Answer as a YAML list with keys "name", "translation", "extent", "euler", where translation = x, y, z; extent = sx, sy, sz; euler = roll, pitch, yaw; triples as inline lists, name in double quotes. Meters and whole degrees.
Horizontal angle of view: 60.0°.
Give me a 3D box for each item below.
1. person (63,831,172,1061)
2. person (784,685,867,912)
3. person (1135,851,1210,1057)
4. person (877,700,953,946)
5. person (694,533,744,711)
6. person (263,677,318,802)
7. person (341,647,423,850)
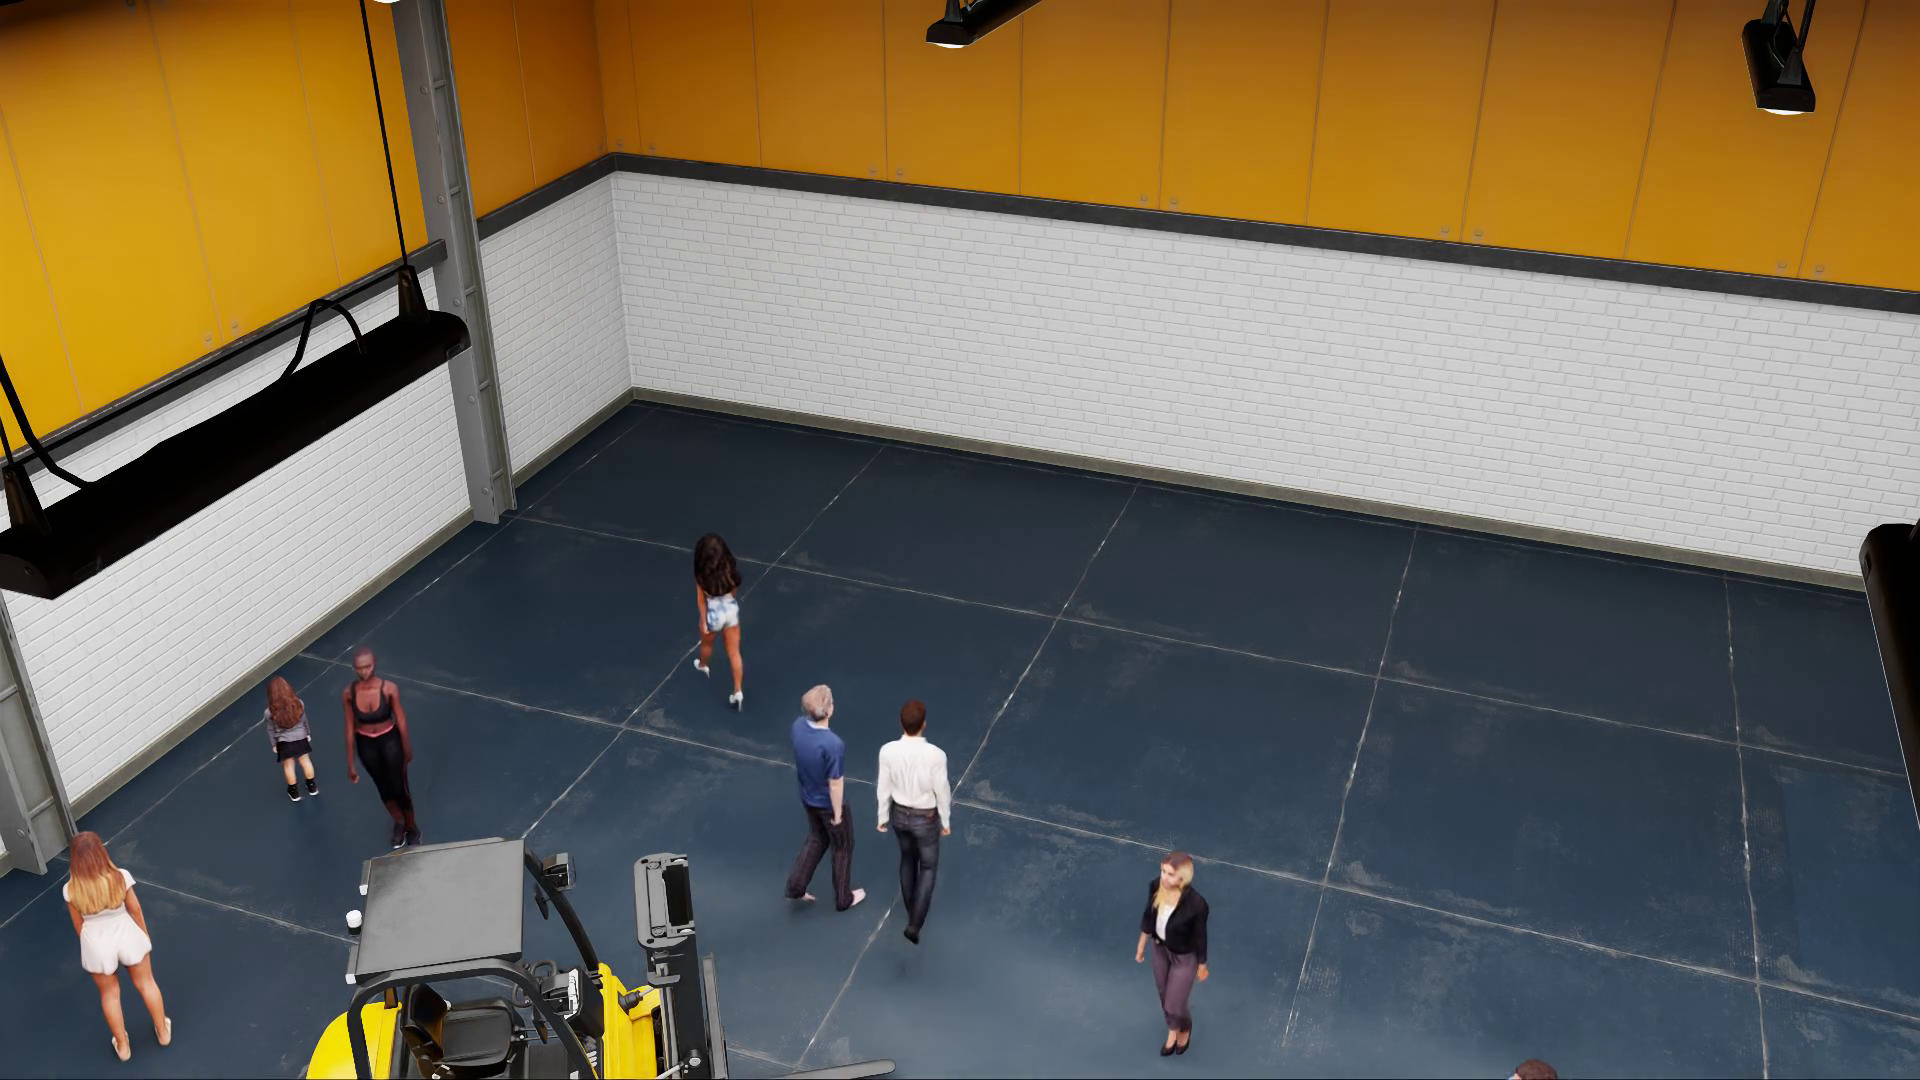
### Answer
- name: "person"
  translation: [-5.433, 2.596, 10.669]
  extent: [0.671, 1.690, 0.739]
  euler: [-15, 32, -25]
- name: "person"
  translation: [-1.038, 1.871, 11.836]
  extent: [0.931, 1.844, 0.837]
  euler: [-25, 38, -38]
- name: "person"
  translation: [1.433, 2.629, 10.637]
  extent: [0.706, 1.662, 0.705]
  euler: [25, 37, 38]
- name: "person"
  translation: [-0.326, 2.003, 11.586]
  extent: [0.717, 1.852, 0.971]
  euler: [5, 29, 10]
- name: "person"
  translation: [-2.009, 0.726, 14.212]
  extent: [1.037, 1.579, 1.008]
  euler: [-18, 34, -30]
- name: "person"
  translation: [-5.309, 1.561, 13.175]
  extent: [0.497, 1.107, 0.589]
  euler: [-22, 35, -34]
- name: "person"
  translation: [-4.360, 1.527, 12.569]
  extent: [0.718, 1.746, 0.763]
  euler: [-3, 29, -6]
